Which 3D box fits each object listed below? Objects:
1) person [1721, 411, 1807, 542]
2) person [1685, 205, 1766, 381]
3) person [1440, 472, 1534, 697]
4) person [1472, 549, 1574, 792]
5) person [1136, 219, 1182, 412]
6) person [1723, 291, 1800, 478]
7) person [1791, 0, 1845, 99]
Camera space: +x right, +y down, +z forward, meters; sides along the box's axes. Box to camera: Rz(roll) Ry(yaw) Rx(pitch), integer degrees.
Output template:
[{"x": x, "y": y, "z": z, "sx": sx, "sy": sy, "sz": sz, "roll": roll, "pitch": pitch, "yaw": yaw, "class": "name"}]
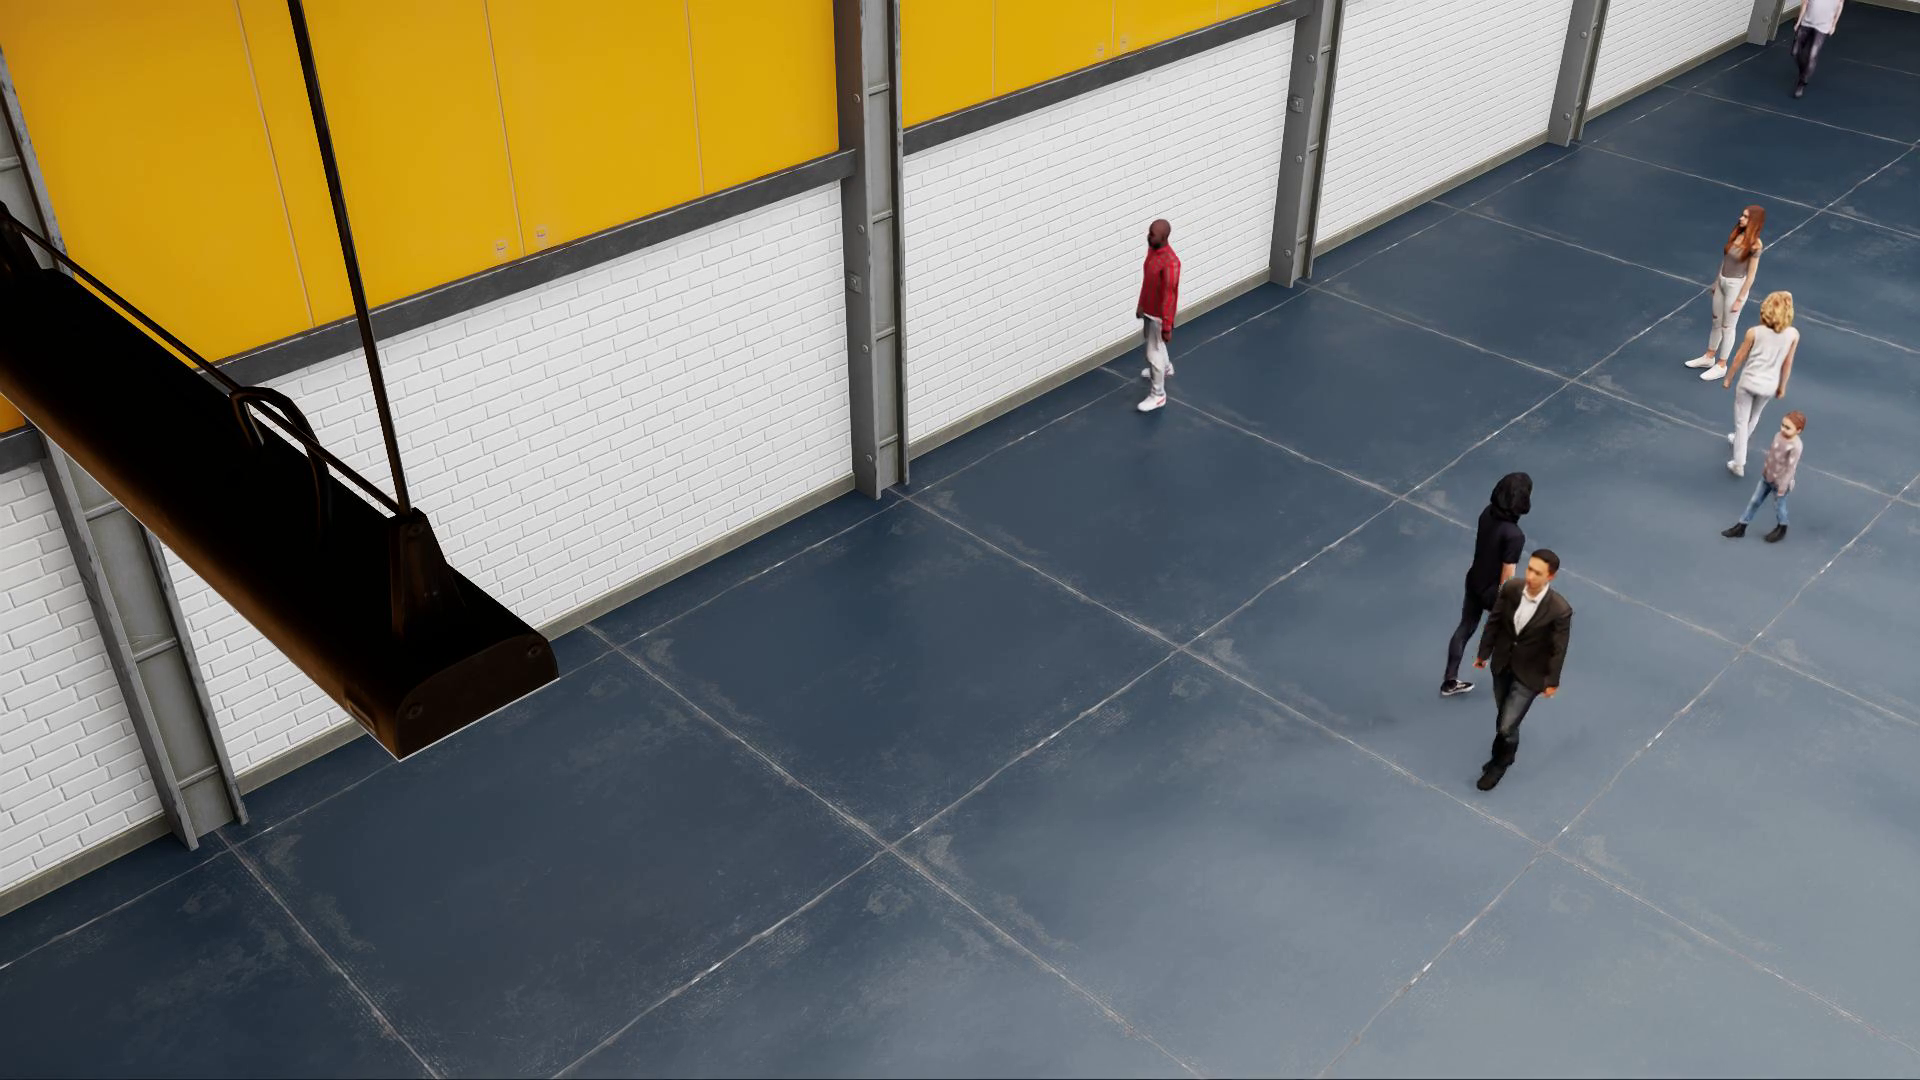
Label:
[{"x": 6.638, "y": -0.502, "z": 13.413, "sx": 0.843, "sy": 1.176, "sz": 0.716, "roll": -8, "pitch": 34, "yaw": -12, "class": "person"}, {"x": 7.291, "y": -2.349, "z": 15.697, "sx": 0.701, "sy": 1.724, "sz": 0.670, "roll": -4, "pitch": 34, "yaw": -7, "class": "person"}, {"x": 3.604, "y": 0.346, "z": 11.560, "sx": 1.055, "sy": 1.815, "sz": 0.916, "roll": -10, "pitch": 35, "yaw": -15, "class": "person"}, {"x": 3.728, "y": 0.794, "z": 10.901, "sx": 0.774, "sy": 1.797, "sz": 0.775, "roll": -21, "pitch": 39, "yaw": -28, "class": "person"}, {"x": 1.830, "y": -2.108, "z": 15.262, "sx": 1.066, "sy": 1.803, "sz": 1.074, "roll": -7, "pitch": 34, "yaw": -11, "class": "person"}, {"x": 6.815, "y": -1.309, "z": 14.200, "sx": 0.939, "sy": 1.648, "sz": 1.037, "roll": 4, "pitch": 34, "yaw": 6, "class": "person"}, {"x": 11.651, "y": -7.004, "z": 22.616, "sx": 0.713, "sy": 1.817, "sz": 1.044, "roll": 24, "pitch": 41, "yaw": 32, "class": "person"}]
